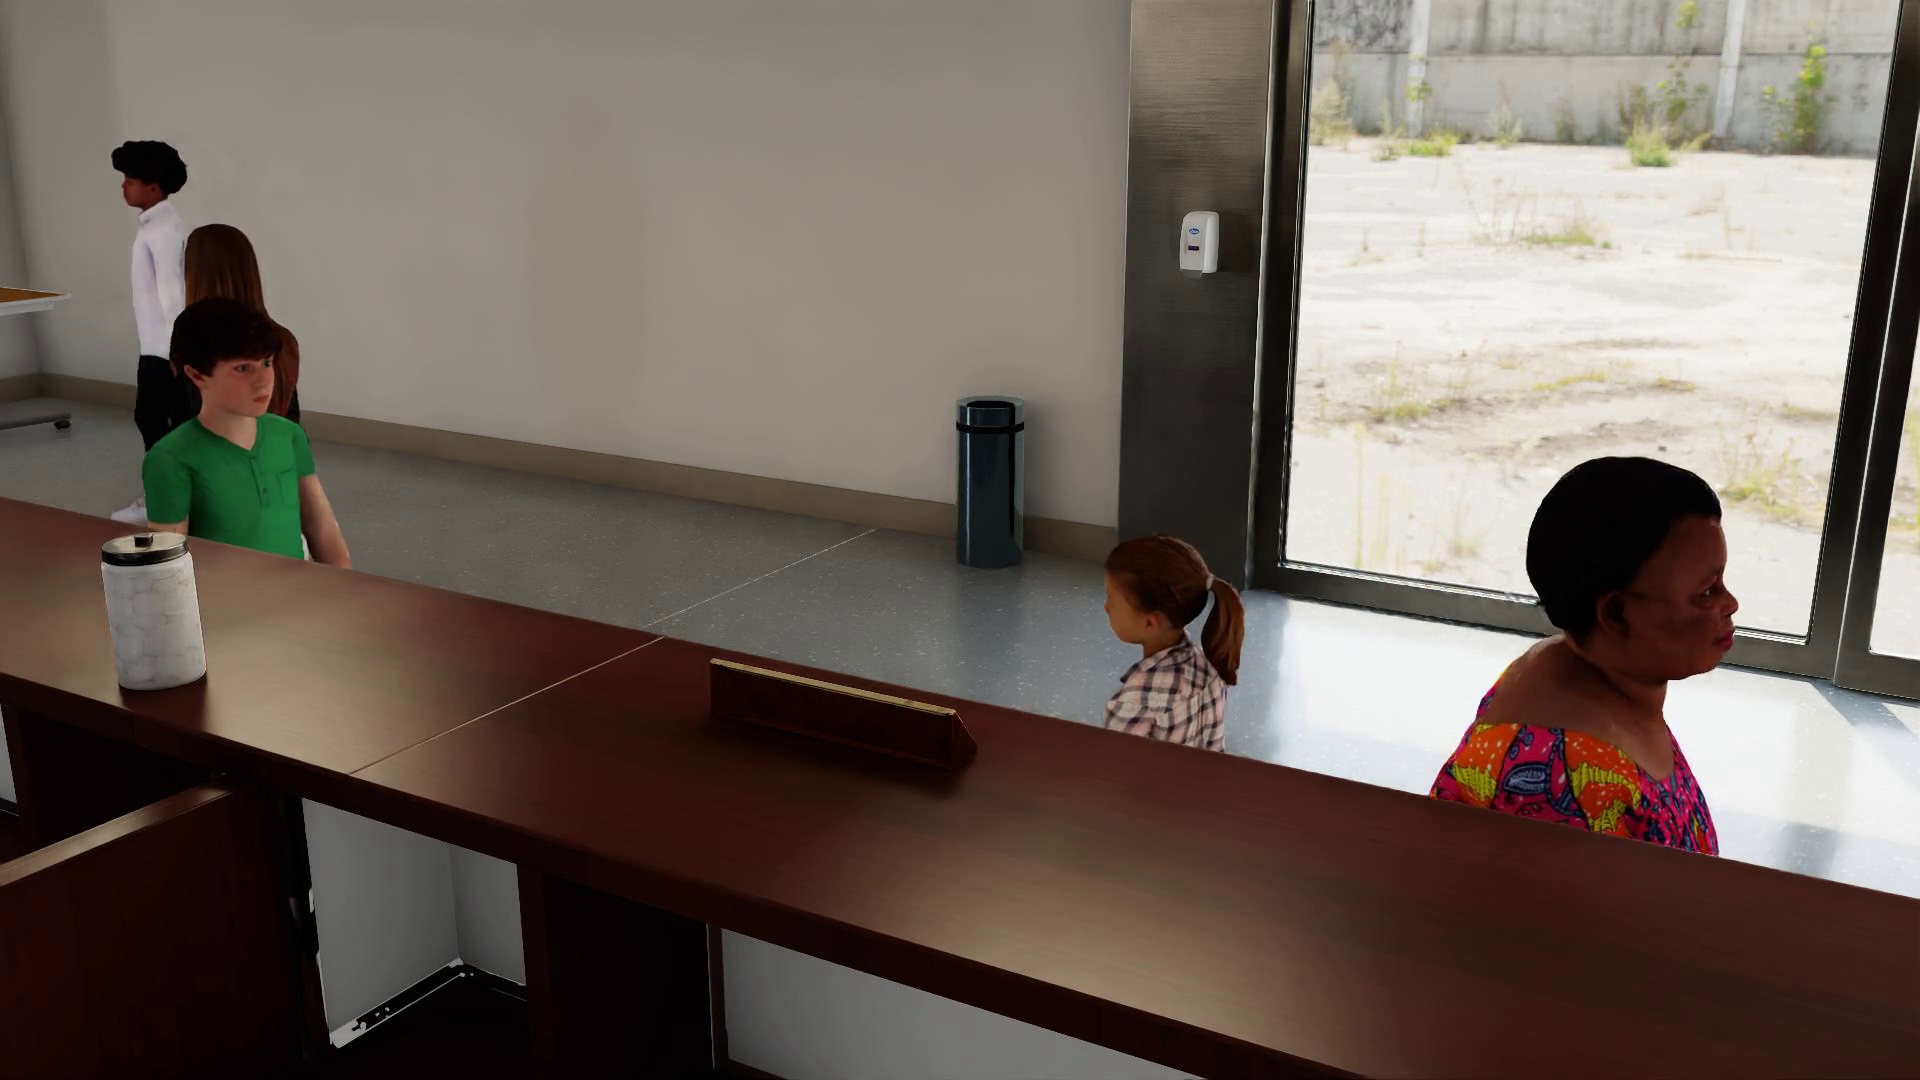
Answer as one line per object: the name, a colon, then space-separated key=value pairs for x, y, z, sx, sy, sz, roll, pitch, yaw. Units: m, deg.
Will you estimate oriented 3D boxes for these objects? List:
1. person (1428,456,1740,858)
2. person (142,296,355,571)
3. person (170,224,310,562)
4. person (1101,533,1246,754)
person: x=0.710 y=0.683 z=2.254 sx=0.703 sy=1.650 sz=0.791 roll=9 pitch=18 yaw=29
person: x=-1.693 y=0.261 z=3.819 sx=0.707 sy=1.630 sz=0.898 roll=6 pitch=17 yaw=21
person: x=-2.032 y=-0.055 z=4.804 sx=0.699 sy=1.704 sz=0.543 roll=4 pitch=16 yaw=15
person: x=0.453 y=0.642 z=3.129 sx=0.697 sy=1.270 sz=0.940 roll=13 pitch=20 yaw=39
